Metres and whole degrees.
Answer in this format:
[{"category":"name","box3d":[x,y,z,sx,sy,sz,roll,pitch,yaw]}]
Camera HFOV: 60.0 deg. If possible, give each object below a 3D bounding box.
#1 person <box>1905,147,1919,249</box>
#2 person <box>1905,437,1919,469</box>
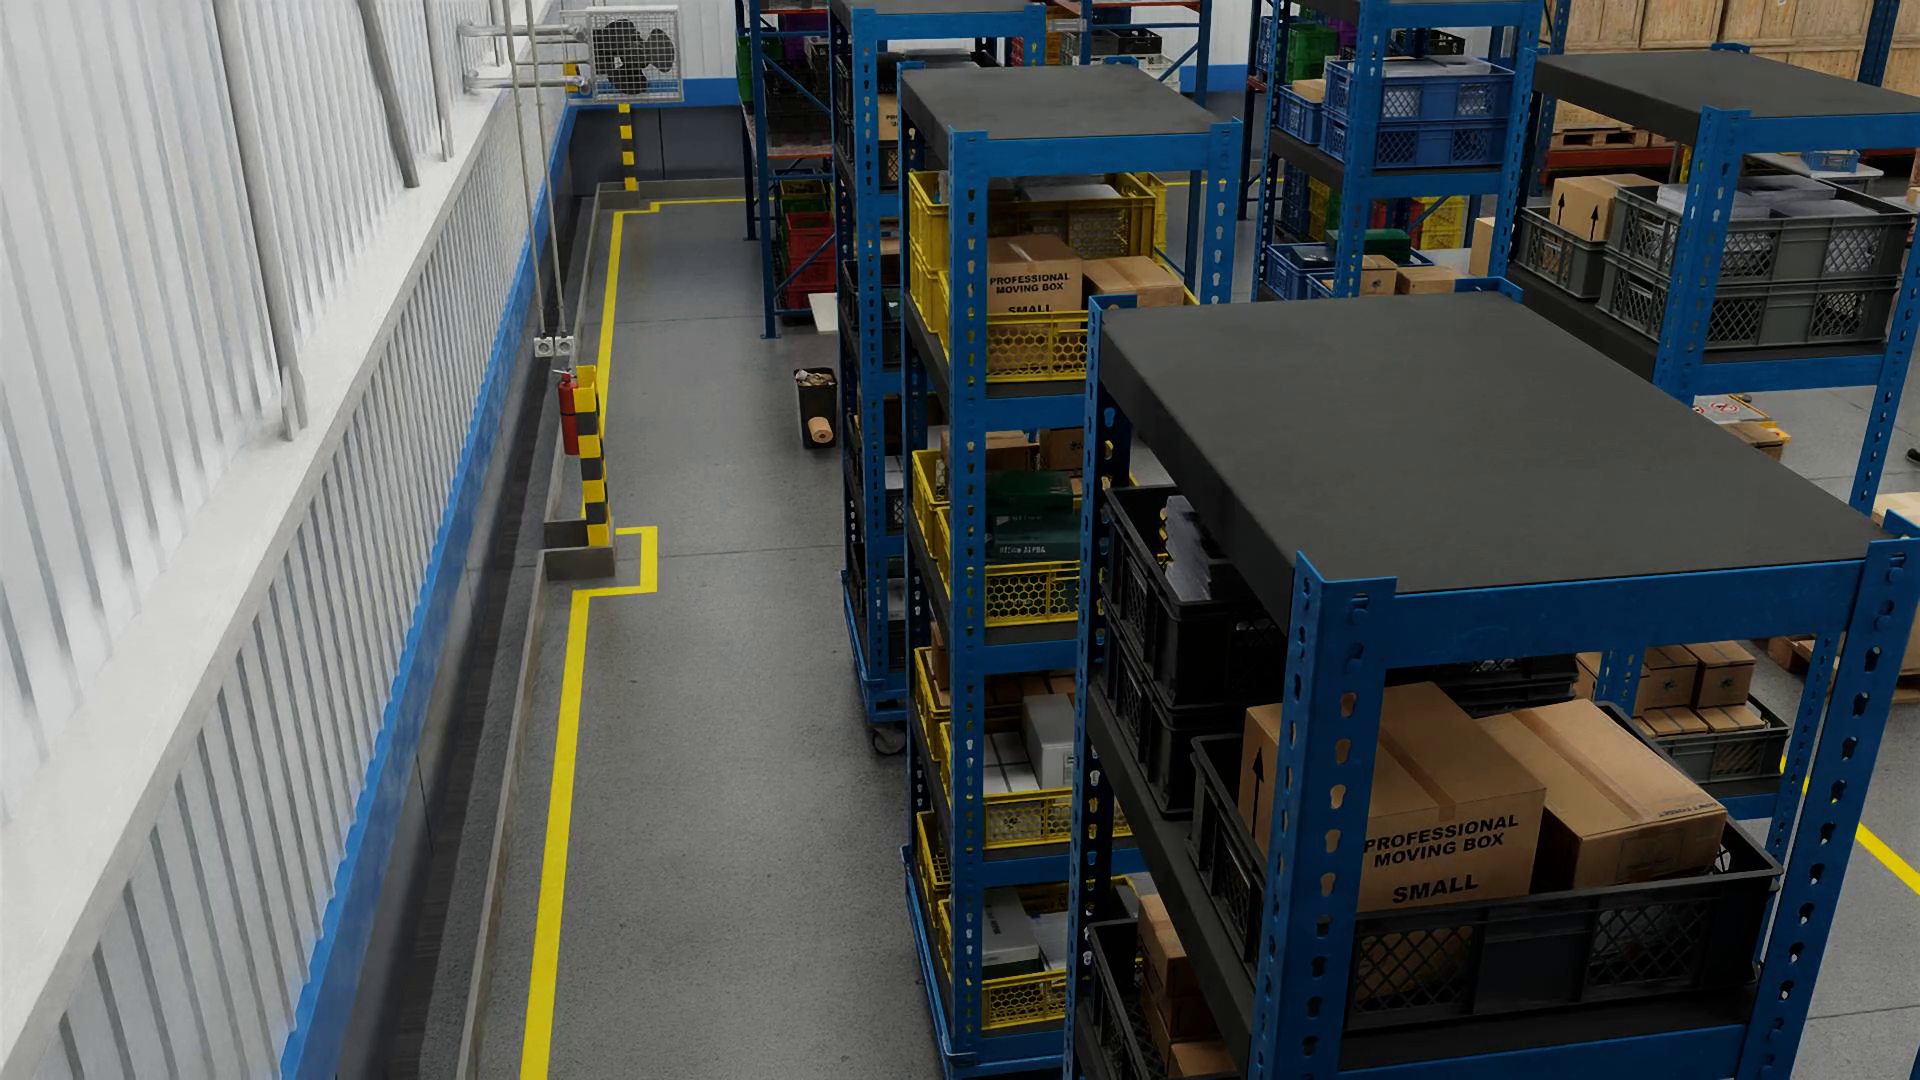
[{"category":"person","box3d":[9.882,-3.914,16.831,0.411,1.909,0.643,8,26,16]},{"category":"person","box3d":[6.943,-1.360,11.383,0.597,1.825,0.403,3,25,6]}]
